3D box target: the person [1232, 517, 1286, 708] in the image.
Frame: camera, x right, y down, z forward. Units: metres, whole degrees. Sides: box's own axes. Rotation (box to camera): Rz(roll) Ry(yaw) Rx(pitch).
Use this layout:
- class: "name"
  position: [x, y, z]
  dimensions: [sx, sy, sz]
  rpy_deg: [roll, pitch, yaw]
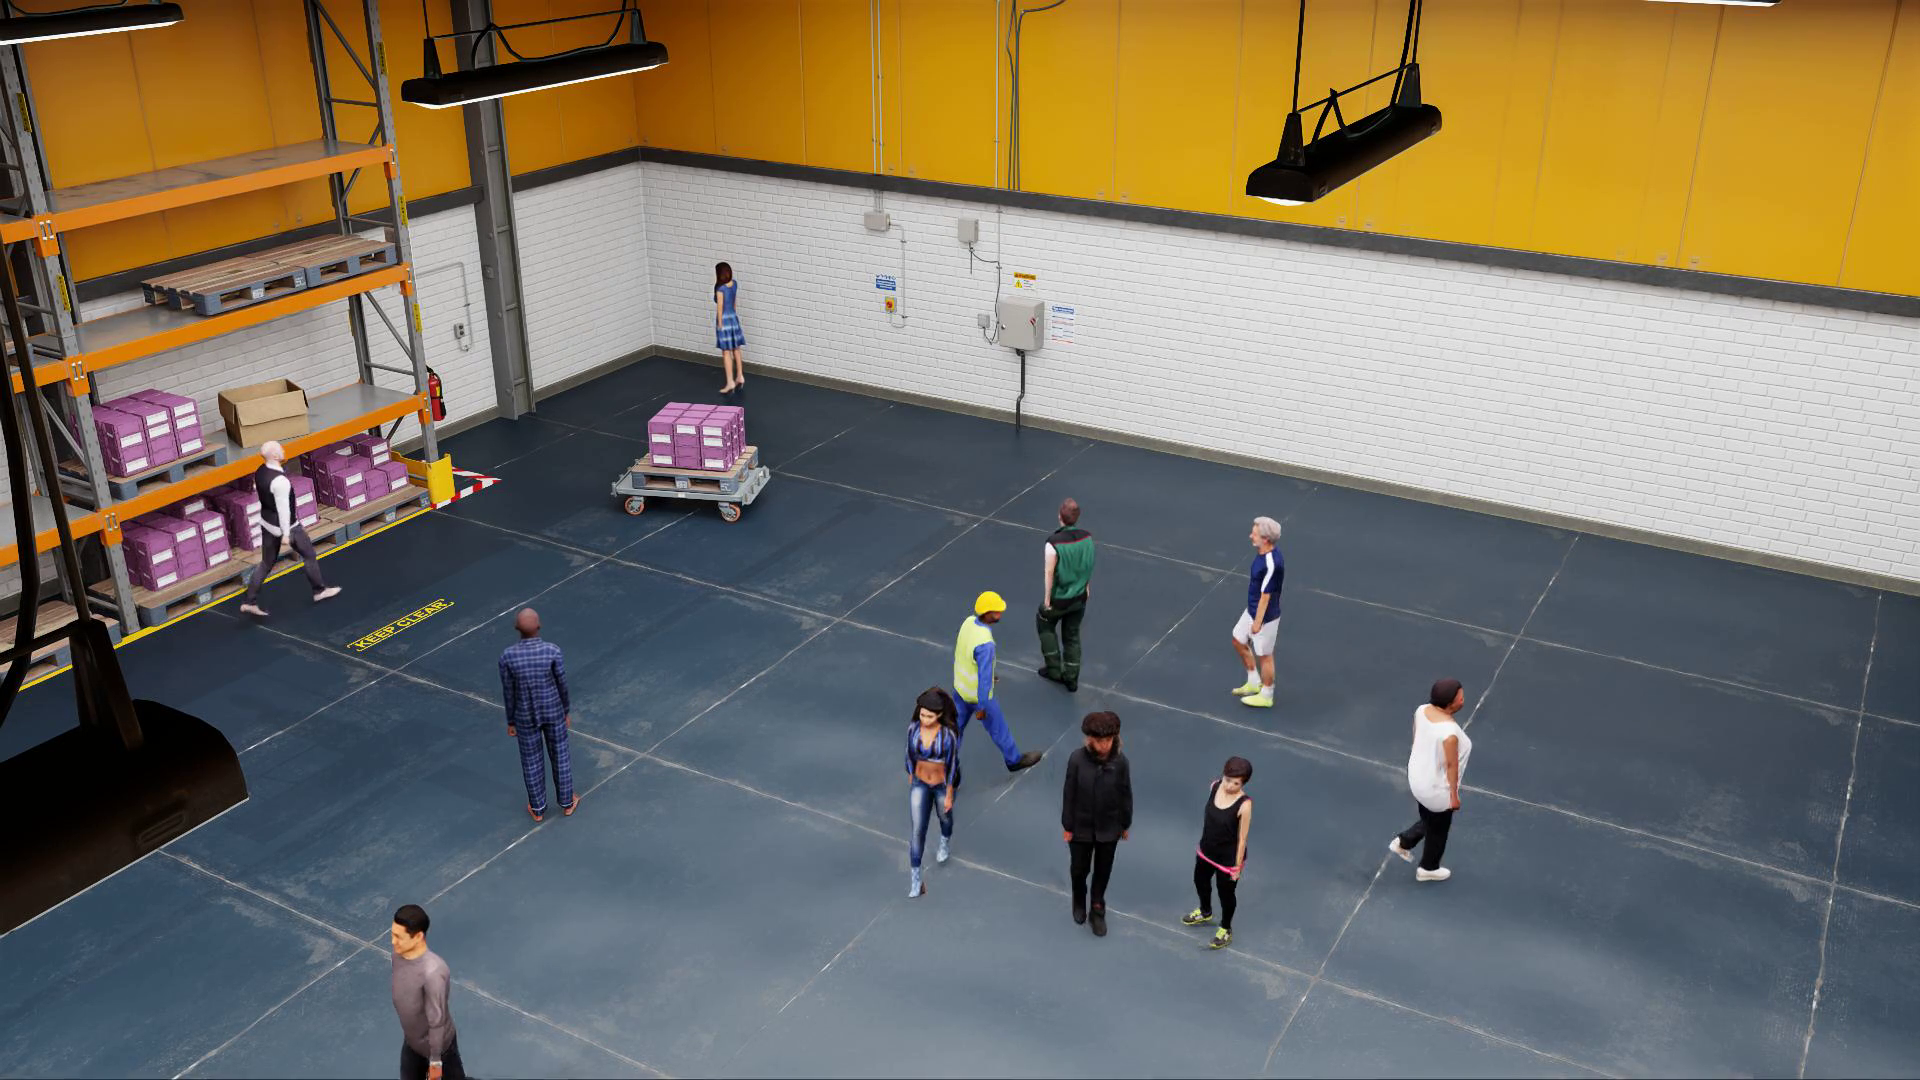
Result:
- class: "person"
  position: [2.743, 0.643, 14.616]
  dimensions: [0.827, 1.827, 0.726]
  rpy_deg: [0, 24, 0]

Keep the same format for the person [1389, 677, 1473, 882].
- class: "person"
  position: [3.451, 1.775, 12.216]
  dimensions: [0.868, 1.675, 0.798]
  rpy_deg: [-3, 24, -7]

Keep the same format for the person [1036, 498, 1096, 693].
- class: "person"
  position: [0.978, 0.524, 14.882]
  dimensions: [0.792, 1.831, 0.869]
  rpy_deg: [-11, 26, -23]

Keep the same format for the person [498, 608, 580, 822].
- class: "person"
  position: [-3.284, 1.354, 12.998]
  dimensions: [0.751, 1.819, 0.817]
  rpy_deg: [-7, 25, -15]

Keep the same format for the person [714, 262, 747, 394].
- class: "person"
  position: [-3.188, -2.920, 22.798]
  dimensions: [0.761, 1.802, 0.552]
  rpy_deg: [9, 25, 20]

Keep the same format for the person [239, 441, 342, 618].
- class: "person"
  position: [-6.747, -0.066, 16.308]
  dimensions: [0.772, 1.771, 1.292]
  rpy_deg: [16, 28, 33]

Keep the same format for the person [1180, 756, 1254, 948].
- class: "person"
  position: [1.827, 2.139, 11.562]
  dimensions: [0.672, 1.531, 0.714]
  rpy_deg: [-10, 26, -22]

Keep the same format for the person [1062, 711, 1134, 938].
- class: "person"
  position: [0.931, 1.940, 11.729]
  dimensions: [0.777, 1.763, 0.821]
  rpy_deg: [-2, 24, -5]

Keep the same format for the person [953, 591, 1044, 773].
- class: "person"
  position: [0.043, 1.249, 13.319]
  dimensions: [1.300, 1.754, 1.068]
  rpy_deg: [-14, 27, -29]

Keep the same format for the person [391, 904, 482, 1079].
- class: "person"
  position: [-2.987, 2.865, 9.642]
  dimensions: [1.135, 1.740, 0.773]
  rpy_deg: [13, 27, 28]

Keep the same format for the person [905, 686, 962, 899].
- class: "person"
  position: [-0.163, 1.802, 12.287]
  dimensions: [0.793, 1.569, 1.104]
  rpy_deg: [6, 24, 14]
